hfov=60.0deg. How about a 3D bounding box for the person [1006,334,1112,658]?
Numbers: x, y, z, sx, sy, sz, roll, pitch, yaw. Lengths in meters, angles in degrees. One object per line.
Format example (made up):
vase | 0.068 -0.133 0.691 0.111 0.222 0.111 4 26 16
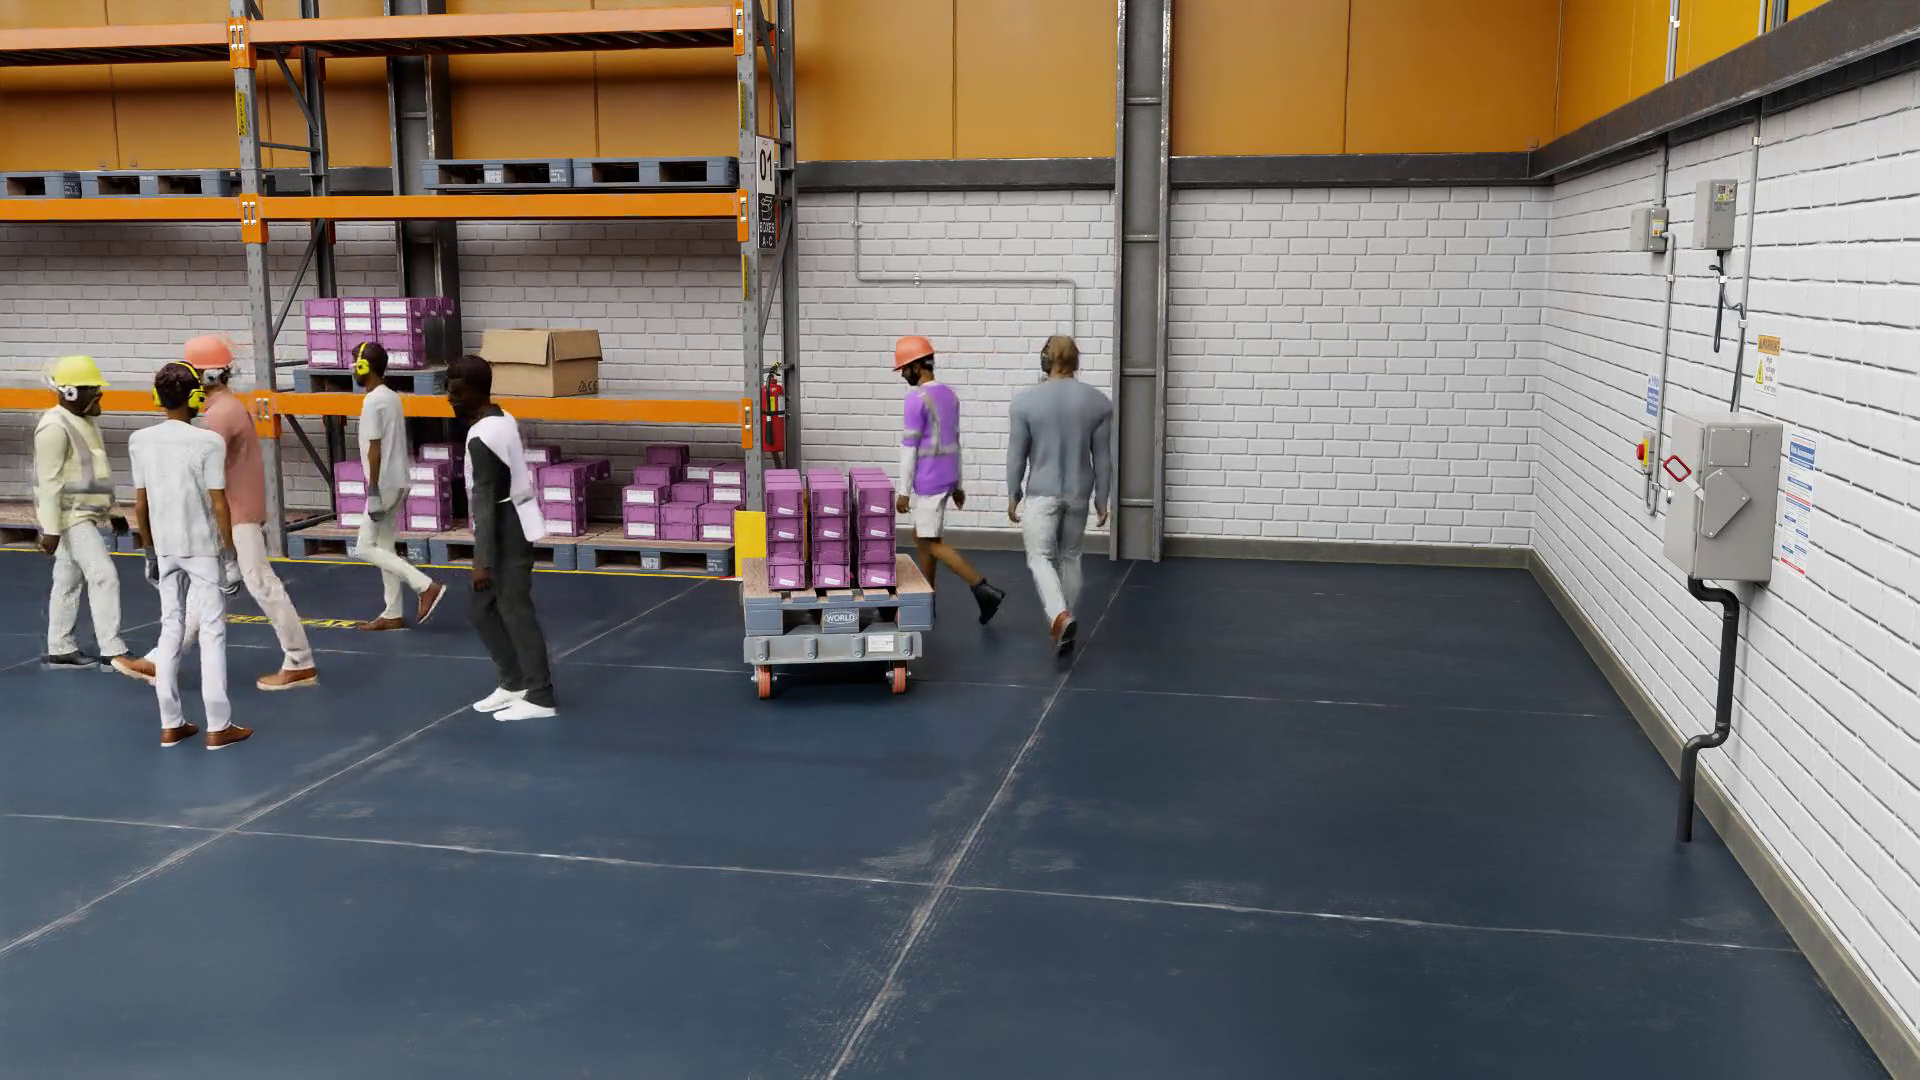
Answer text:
person | 0.609 -0.252 9.816 0.639 1.920 0.816 -2 10 -15

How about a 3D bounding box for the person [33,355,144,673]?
person | -4.917 -0.142 9.457 0.730 1.801 0.615 -2 10 -14

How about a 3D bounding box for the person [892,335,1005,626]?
person | -0.086 -0.365 10.619 0.813 1.884 0.550 4 10 23

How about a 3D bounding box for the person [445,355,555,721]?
person | -2.292 0.016 8.316 0.513 1.875 0.616 -3 10 -16

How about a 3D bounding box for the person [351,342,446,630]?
person | -3.559 -0.321 10.454 0.508 1.840 0.517 0 9 -2

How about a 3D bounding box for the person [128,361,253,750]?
person | -3.690 0.078 7.988 0.511 1.859 0.313 2 10 10

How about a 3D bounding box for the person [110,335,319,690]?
person | -4.019 -0.119 8.914 1.057 1.932 0.615 -4 10 -21
